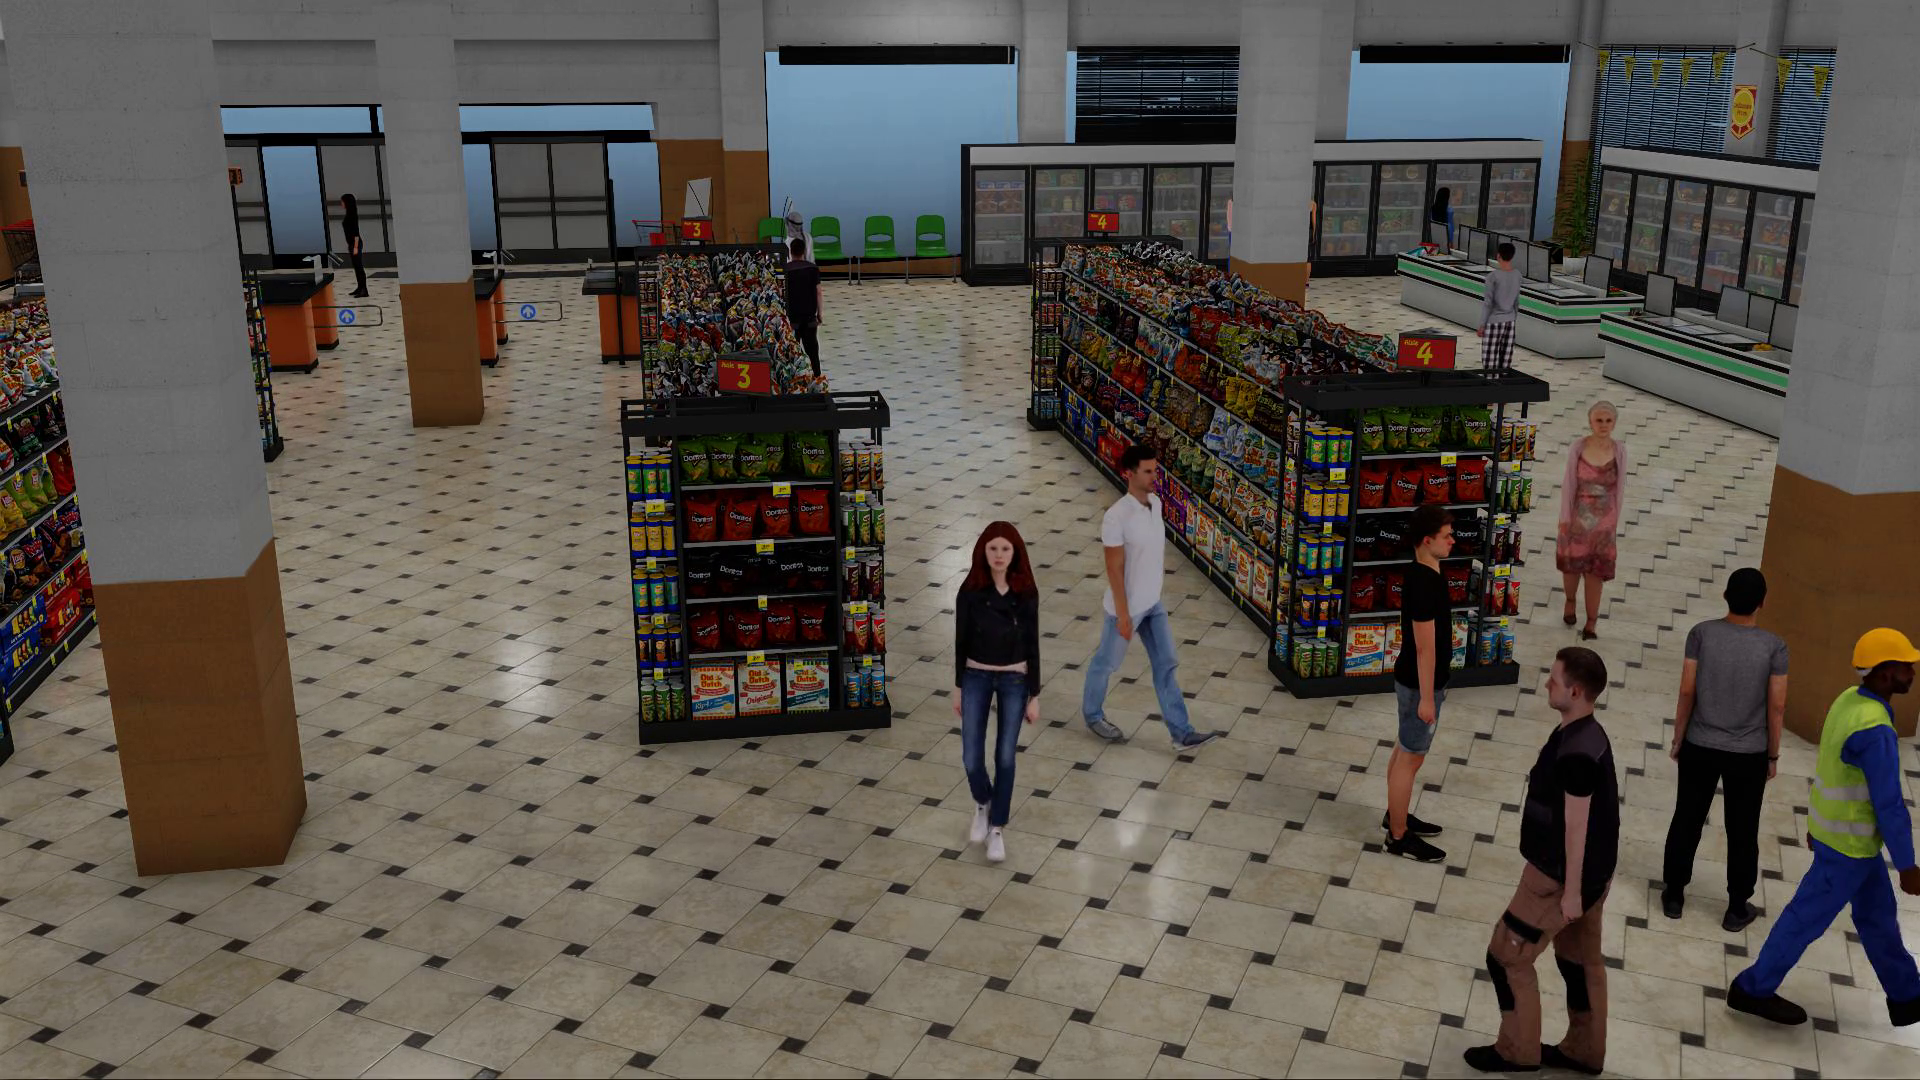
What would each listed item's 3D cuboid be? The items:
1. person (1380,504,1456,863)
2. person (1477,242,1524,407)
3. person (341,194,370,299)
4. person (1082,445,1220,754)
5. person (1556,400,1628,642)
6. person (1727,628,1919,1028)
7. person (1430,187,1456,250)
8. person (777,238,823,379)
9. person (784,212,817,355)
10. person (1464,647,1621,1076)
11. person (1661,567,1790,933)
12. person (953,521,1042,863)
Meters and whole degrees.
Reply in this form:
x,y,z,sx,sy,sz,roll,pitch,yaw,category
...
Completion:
x,y,z,sx,sy,sz,roll,pitch,yaw,category
2.338,0.707,8.492,0.795,1.847,0.641,4,17,13,person
6.137,-2.451,18.893,0.647,1.847,0.569,-5,18,-17,person
-9.767,-4.758,26.845,0.716,1.641,0.569,-10,20,-31,person
0.945,0.355,9.709,1.085,1.814,1.248,-16,23,-42,person
4.372,-0.150,11.650,0.865,1.651,1.132,4,17,13,person
3.582,1.236,6.885,1.121,1.769,1.189,7,18,21,person
7.861,-4.909,27.218,0.735,1.712,0.582,-10,20,-30,person
-1.866,-2.571,19.292,0.768,1.845,0.653,-6,18,-20,person
-2.088,-3.246,21.376,0.861,1.926,0.783,9,19,28,person
2.491,1.315,6.534,0.945,1.822,0.882,8,18,23,person
3.584,0.967,7.796,0.693,1.754,0.744,10,20,30,person
0.182,0.743,8.481,0.644,1.786,0.682,0,17,1,person
